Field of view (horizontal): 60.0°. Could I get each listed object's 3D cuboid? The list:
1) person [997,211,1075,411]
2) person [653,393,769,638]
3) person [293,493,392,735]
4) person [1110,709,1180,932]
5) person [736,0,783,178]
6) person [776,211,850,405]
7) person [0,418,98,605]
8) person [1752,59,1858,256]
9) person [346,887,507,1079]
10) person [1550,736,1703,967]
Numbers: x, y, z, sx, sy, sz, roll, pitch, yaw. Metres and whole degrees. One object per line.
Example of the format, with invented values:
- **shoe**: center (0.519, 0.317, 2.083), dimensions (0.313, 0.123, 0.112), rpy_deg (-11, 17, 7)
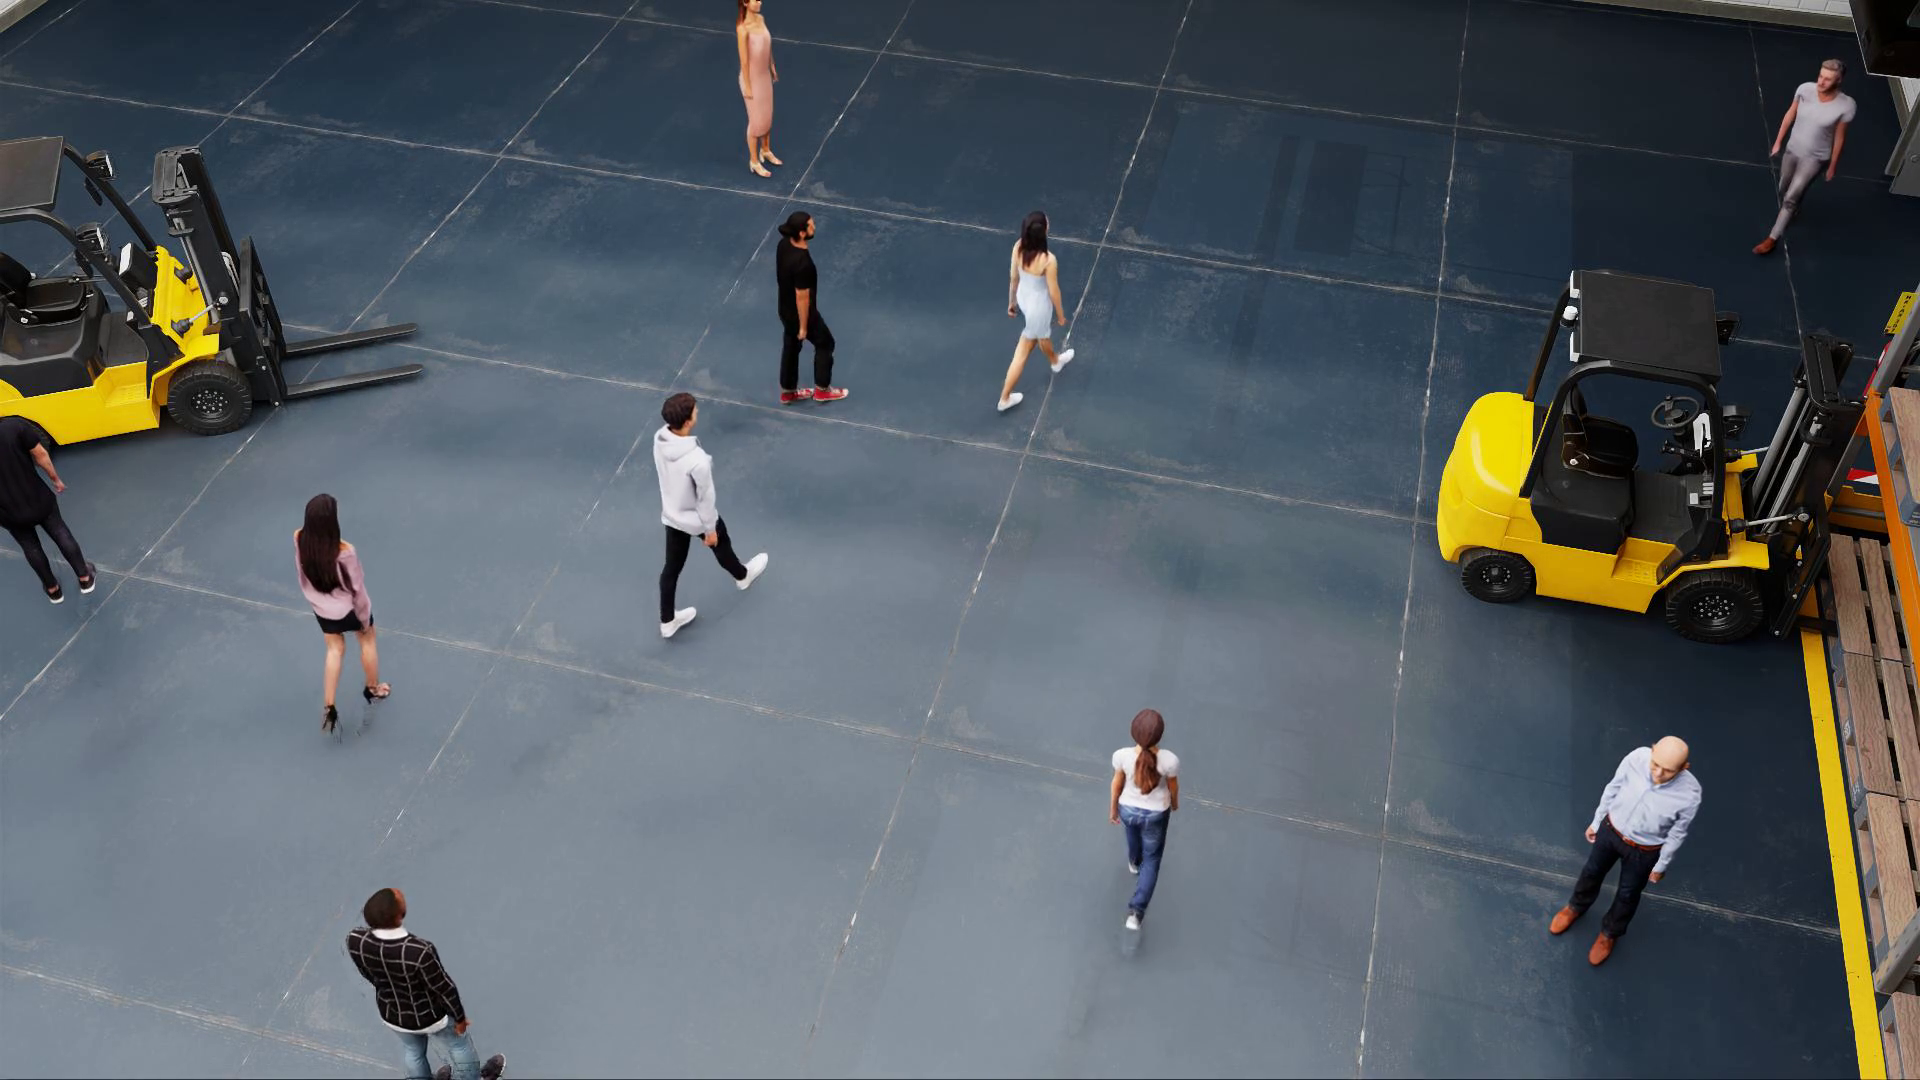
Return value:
- **person**: center (0.515, -1.732, 12.892), dimensions (1.206, 1.674, 0.966), rpy_deg (-35, 53, -31)
- **person**: center (-1.867, -0.120, 11.055), dimensions (1.033, 1.874, 1.304), rpy_deg (30, 51, 27)
- **person**: center (-3.937, 0.490, 10.478), dimensions (0.638, 1.787, 0.836), rpy_deg (9, 44, 9)
- **person**: center (1.046, 1.591, 9.501), dimensions (0.555, 1.540, 1.014), rpy_deg (12, 45, 12)
- **person**: center (-1.920, -4.282, 15.454), dimensions (0.700, 1.832, 0.509), rpy_deg (18, 46, 18)
- **person**: center (-1.321, -1.745, 12.859), dimensions (0.899, 1.739, 0.840), rpy_deg (-21, 48, -21)
- **person**: center (-6.395, -0.334, 11.286), dimensions (0.768, 1.865, 0.827), rpy_deg (-21, 48, -21)
- **person**: center (7.459, -3.410, 14.572), dimensions (1.298, 1.785, 1.152), rpy_deg (-32, 52, -29)
- **person**: center (-2.779, 2.395, 8.455), dimensions (0.690, 1.819, 0.649), rpy_deg (9, 44, 9)
- **person**: center (3.726, 1.668, 9.240), dimensions (0.756, 1.790, 0.734), rpy_deg (-32, 52, -29)
